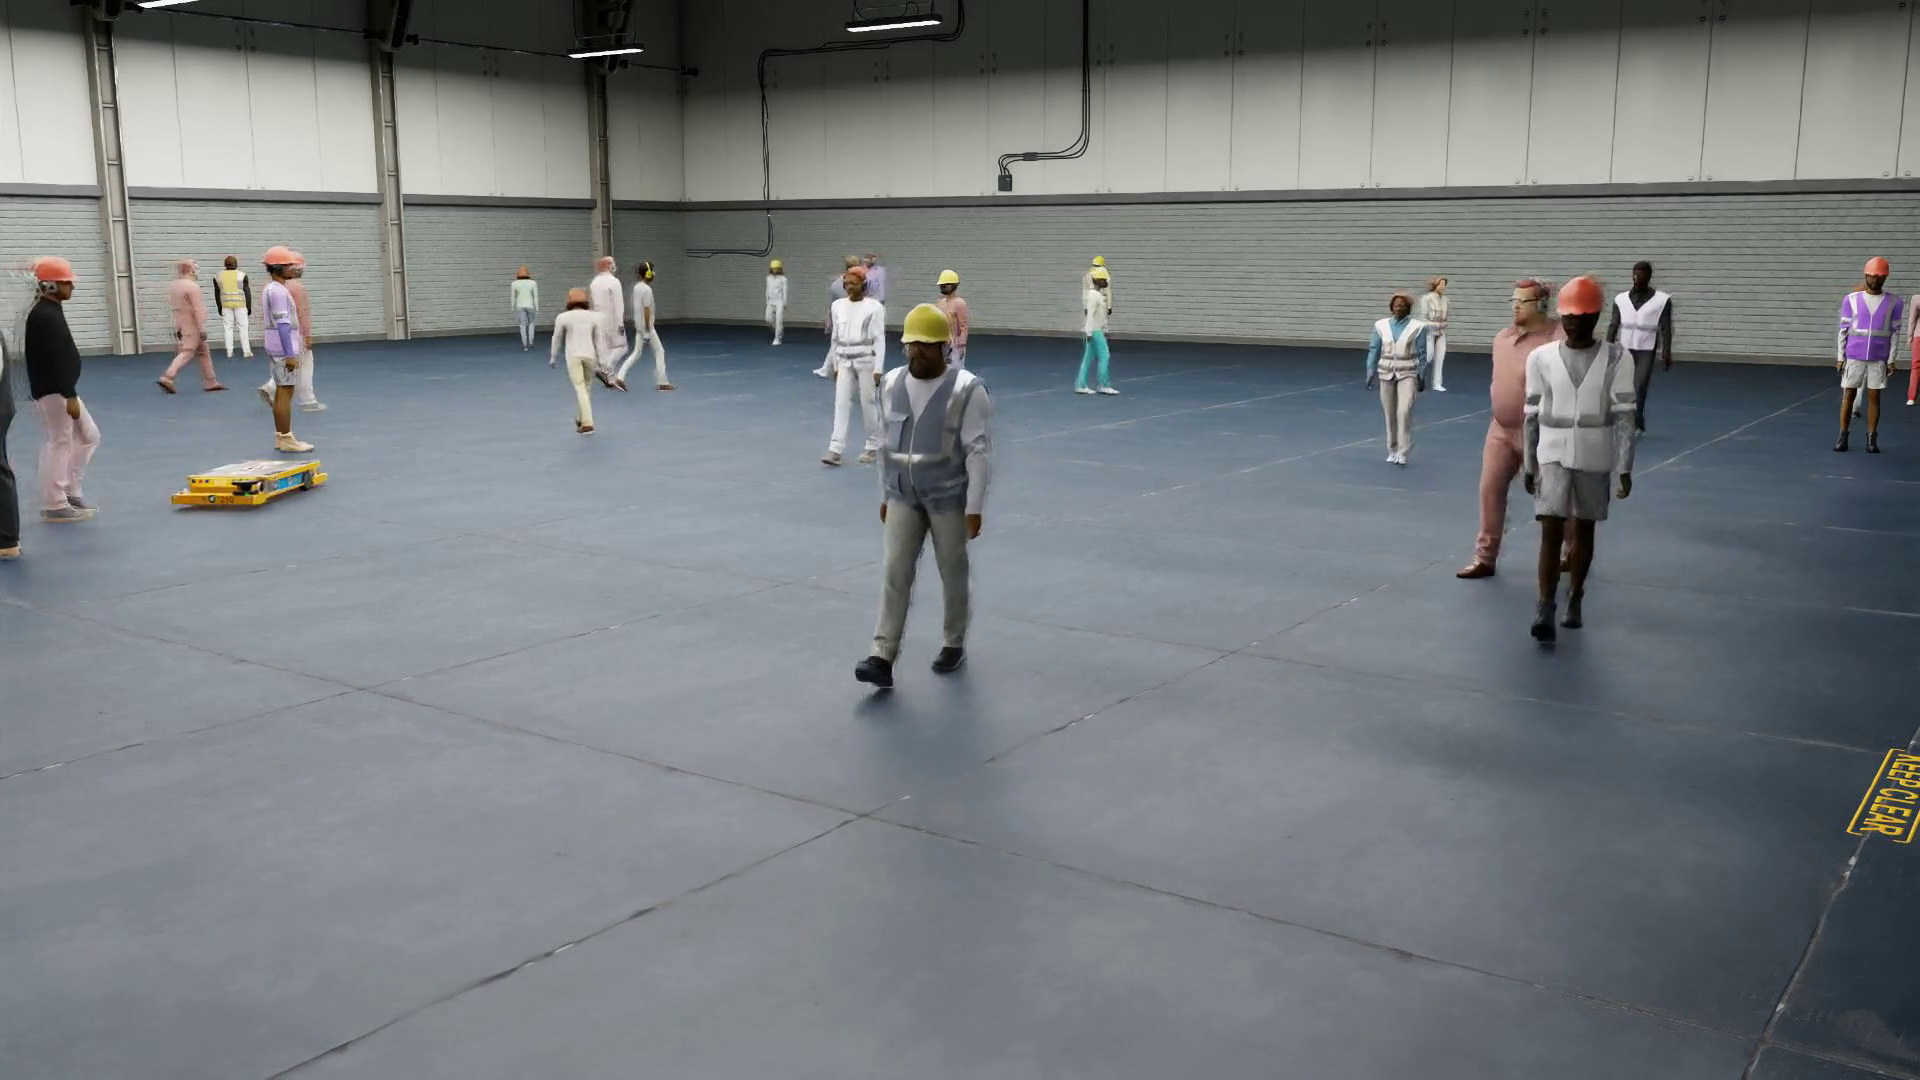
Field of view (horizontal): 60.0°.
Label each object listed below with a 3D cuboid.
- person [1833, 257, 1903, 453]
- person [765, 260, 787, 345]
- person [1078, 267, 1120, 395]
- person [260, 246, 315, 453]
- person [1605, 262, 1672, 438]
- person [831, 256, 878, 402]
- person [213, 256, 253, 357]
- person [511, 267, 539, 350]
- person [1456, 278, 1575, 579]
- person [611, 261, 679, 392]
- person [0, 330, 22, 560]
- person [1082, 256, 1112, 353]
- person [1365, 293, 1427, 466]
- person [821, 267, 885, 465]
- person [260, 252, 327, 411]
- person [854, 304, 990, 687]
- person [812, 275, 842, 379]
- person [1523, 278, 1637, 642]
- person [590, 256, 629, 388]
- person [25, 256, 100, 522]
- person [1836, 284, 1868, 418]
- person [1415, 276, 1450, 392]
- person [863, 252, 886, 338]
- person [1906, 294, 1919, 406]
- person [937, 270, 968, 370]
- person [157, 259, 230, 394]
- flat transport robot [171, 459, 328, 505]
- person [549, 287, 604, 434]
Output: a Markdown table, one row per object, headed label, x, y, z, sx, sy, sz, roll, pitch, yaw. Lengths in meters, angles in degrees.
| label | x | y | z | sx | sy | sz | roll | pitch | yaw |
| --- | --- | --- | --- | --- | --- | --- | --- | --- | --- |
| person | 9.027 | -1.834 | 16.543 | 0.543 | 1.942 | 0.349 | 5 | 11 | 26 |
| person | -3.781 | -4.884 | 34.186 | 0.503 | 1.731 | 0.378 | 5 | 11 | 28 |
| person | 1.953 | -2.860 | 22.836 | 0.723 | 1.740 | 0.532 | 1 | 10 | 8 |
| person | -6.711 | -1.887 | 16.543 | 0.365 | 2.048 | 0.608 | -6 | 12 | -30 |
| person | 7.089 | -1.970 | 17.493 | 0.622 | 1.871 | 0.985 | 10 | 14 | 43 |
| person | -1.363 | -2.803 | 22.063 | 0.661 | 1.901 | 0.928 | 3 | 11 | 16 |
| person | -13.279 | -4.264 | 30.436 | 0.624 | 1.844 | 0.429 | -2 | 10 | -10 |
| person | -8.523 | -4.539 | 32.575 | 0.530 | 1.610 | 0.585 | -3 | 10 | -15 |
| person | 3.574 | -0.695 | 10.364 | 0.927 | 1.875 | 0.652 | -6 | 12 | -29 |
| person | -4.449 | -2.978 | 23.269 | 0.941 | 1.831 | 0.518 | -8 | 13 | -37 |
| person | -6.389 | -0.777 | 10.903 | 0.341 | 1.845 | 0.518 | -4 | 11 | -23 |
| person | 2.601 | -4.420 | 31.328 | 0.591 | 1.833 | 0.403 | 5 | 11 | 27 |
| person | 4.063 | -1.496 | 15.563 | 0.528 | 1.610 | 0.742 | 6 | 12 | 30 |
| person | -0.992 | -1.622 | 15.595 | 0.604 | 1.850 | 0.811 | 5 | 11 | 24 |
| person | -8.227 | -2.550 | 20.456 | 0.621 | 1.974 | 0.683 | 8 | 13 | 39 |
| person | -0.174 | -0.197 | 7.786 | 0.627 | 1.784 | 0.905 | 4 | 11 | 22 |
| person | -1.889 | -3.221 | 25.262 | 0.848 | 1.586 | 0.538 | 4 | 11 | 21 |
| person | 3.217 | -0.410 | 8.698 | 0.568 | 1.886 | 0.977 | 4 | 11 | 22 |
| person | -5.025 | -3.109 | 23.831 | 0.459 | 1.887 | 0.672 | -9 | 14 | -42 |
| person | -6.670 | -1.118 | 12.429 | 0.527 | 1.971 | 0.646 | -6 | 12 | -28 |
| person | 10.836 | -2.272 | 19.996 | 0.515 | 1.587 | 0.870 | 8 | 13 | 39 |
| person | 6.644 | -2.907 | 23.436 | 0.525 | 1.621 | 0.502 | -5 | 11 | -25 |
| person | -1.826 | -5.087 | 34.898 | 0.661 | 1.891 | 0.526 | 6 | 12 | 31 |
| person | 12.381 | -2.578 | 21.230 | 0.518 | 1.757 | 0.337 | 5 | 11 | 24 |
| person | -0.113 | -2.251 | 19.366 | 0.329 | 1.767 | 0.529 | -7 | 12 | -34 |
| person | -10.749 | -2.972 | 23.143 | 0.966 | 1.869 | 0.653 | -9 | 13 | -40 |
| flat transport robot | -5.818 | -0.489 | 13.685 | 0.652 | 0.197 | 1.431 | 0 | 10 | 2 |
| person | -4.211 | -1.978 | 18.305 | 0.515 | 1.578 | 0.851 | -6 | 12 | -32 |
